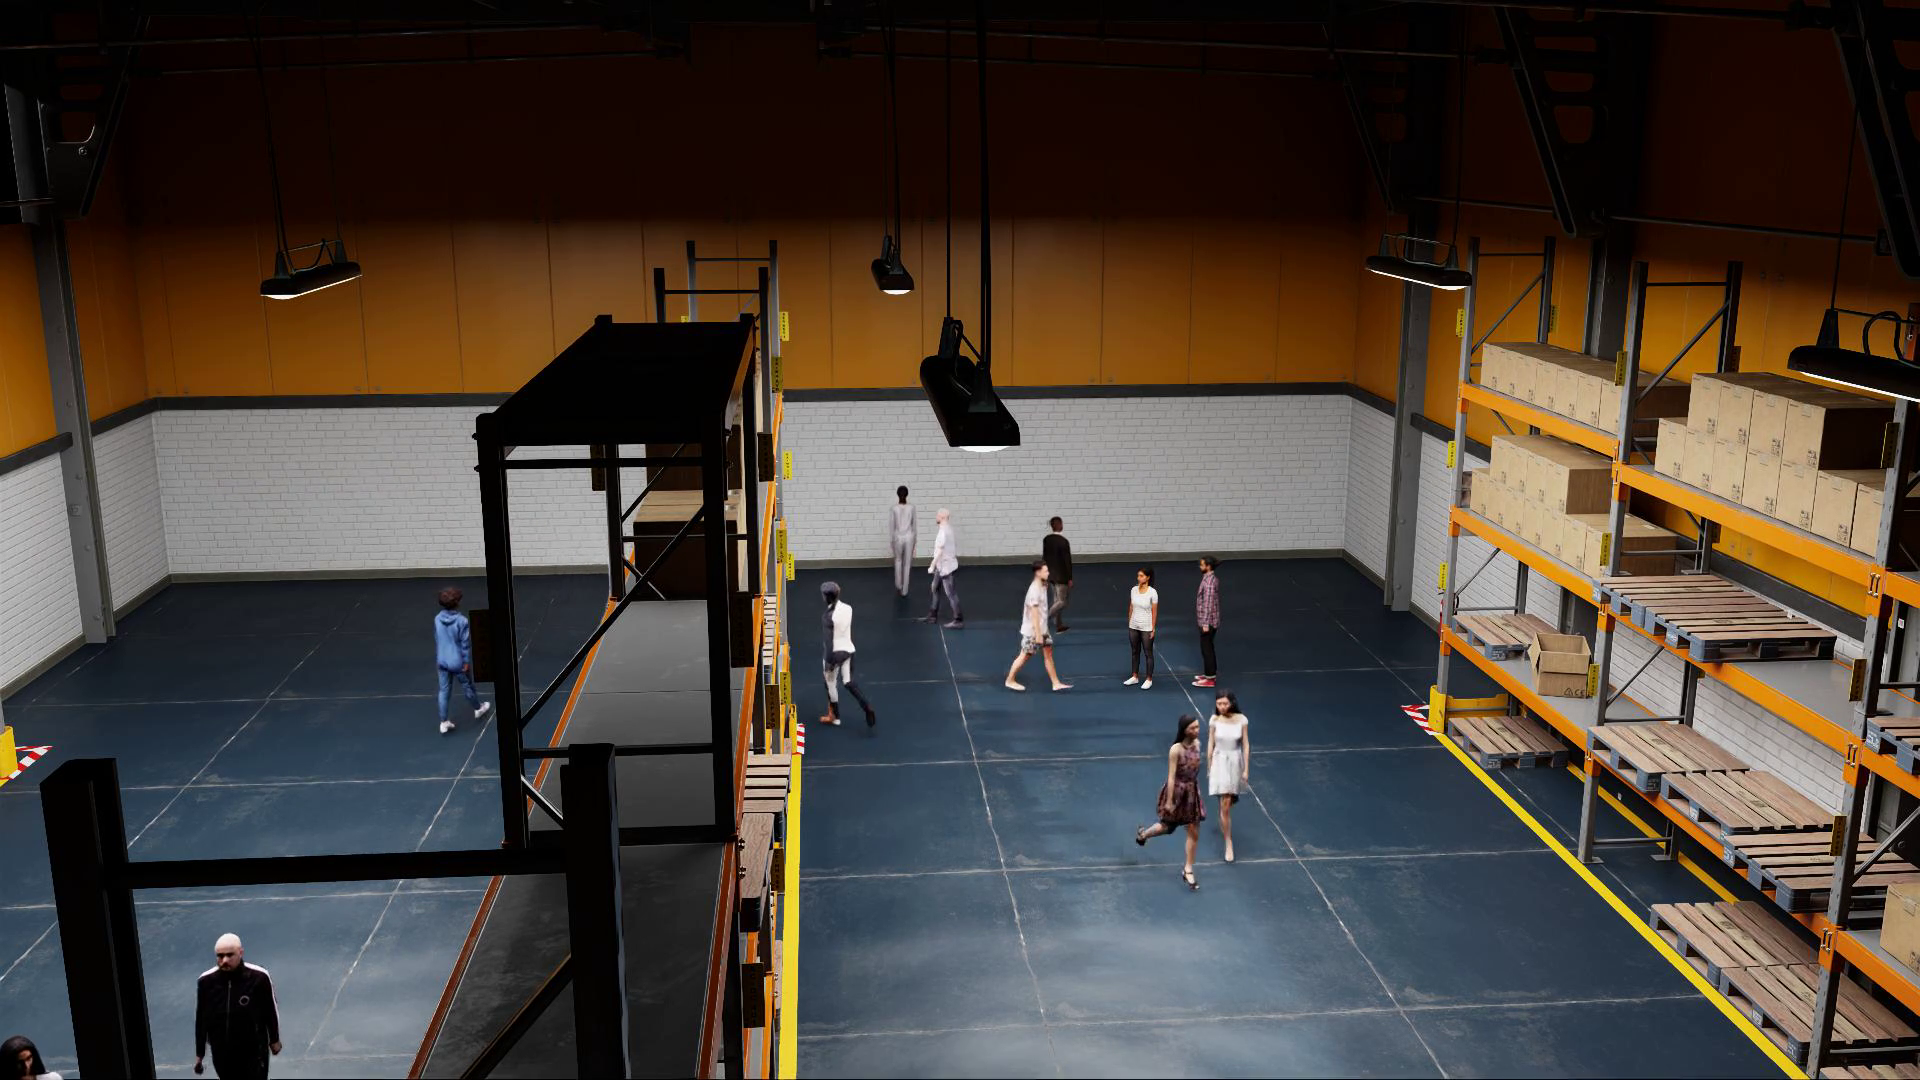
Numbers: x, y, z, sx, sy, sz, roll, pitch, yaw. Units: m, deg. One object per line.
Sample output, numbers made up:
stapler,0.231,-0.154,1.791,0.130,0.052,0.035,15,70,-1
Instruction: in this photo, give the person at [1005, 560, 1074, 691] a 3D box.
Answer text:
person,0.904,1.152,21.720,1.030,1.766,1.177,4,14,15

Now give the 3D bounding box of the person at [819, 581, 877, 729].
person,-1.415,1.441,20.323,1.186,1.862,1.141,12,18,40

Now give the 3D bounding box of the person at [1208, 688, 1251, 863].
person,2.706,2.333,16.889,0.715,1.746,1.116,0,14,2

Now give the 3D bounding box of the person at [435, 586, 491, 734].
person,-6.241,1.489,20.311,0.935,1.774,1.191,3,14,14

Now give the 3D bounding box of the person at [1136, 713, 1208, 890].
person,2.100,2.508,16.160,0.987,1.748,1.140,-12,18,-40

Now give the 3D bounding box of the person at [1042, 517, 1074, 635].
person,1.363,0.567,24.110,1.066,1.780,1.074,-11,18,-39

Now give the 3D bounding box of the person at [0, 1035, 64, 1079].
person,-5.771,3.895,10.378,0.733,1.774,0.652,8,16,30

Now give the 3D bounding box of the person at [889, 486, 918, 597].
person,-0.888,0.033,26.367,0.624,1.754,0.793,0,14,0

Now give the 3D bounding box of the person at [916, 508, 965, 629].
person,-0.110,0.440,24.588,0.829,1.802,0.955,1,14,5

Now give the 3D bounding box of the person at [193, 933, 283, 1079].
person,-5.032,3.557,11.706,0.688,1.806,0.955,0,14,-2

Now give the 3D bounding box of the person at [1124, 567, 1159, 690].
person,2.418,1.145,22.004,0.654,1.647,0.712,11,17,38

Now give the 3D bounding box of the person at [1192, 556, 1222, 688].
person,3.303,1.064,22.105,0.792,1.756,0.593,2,14,7
